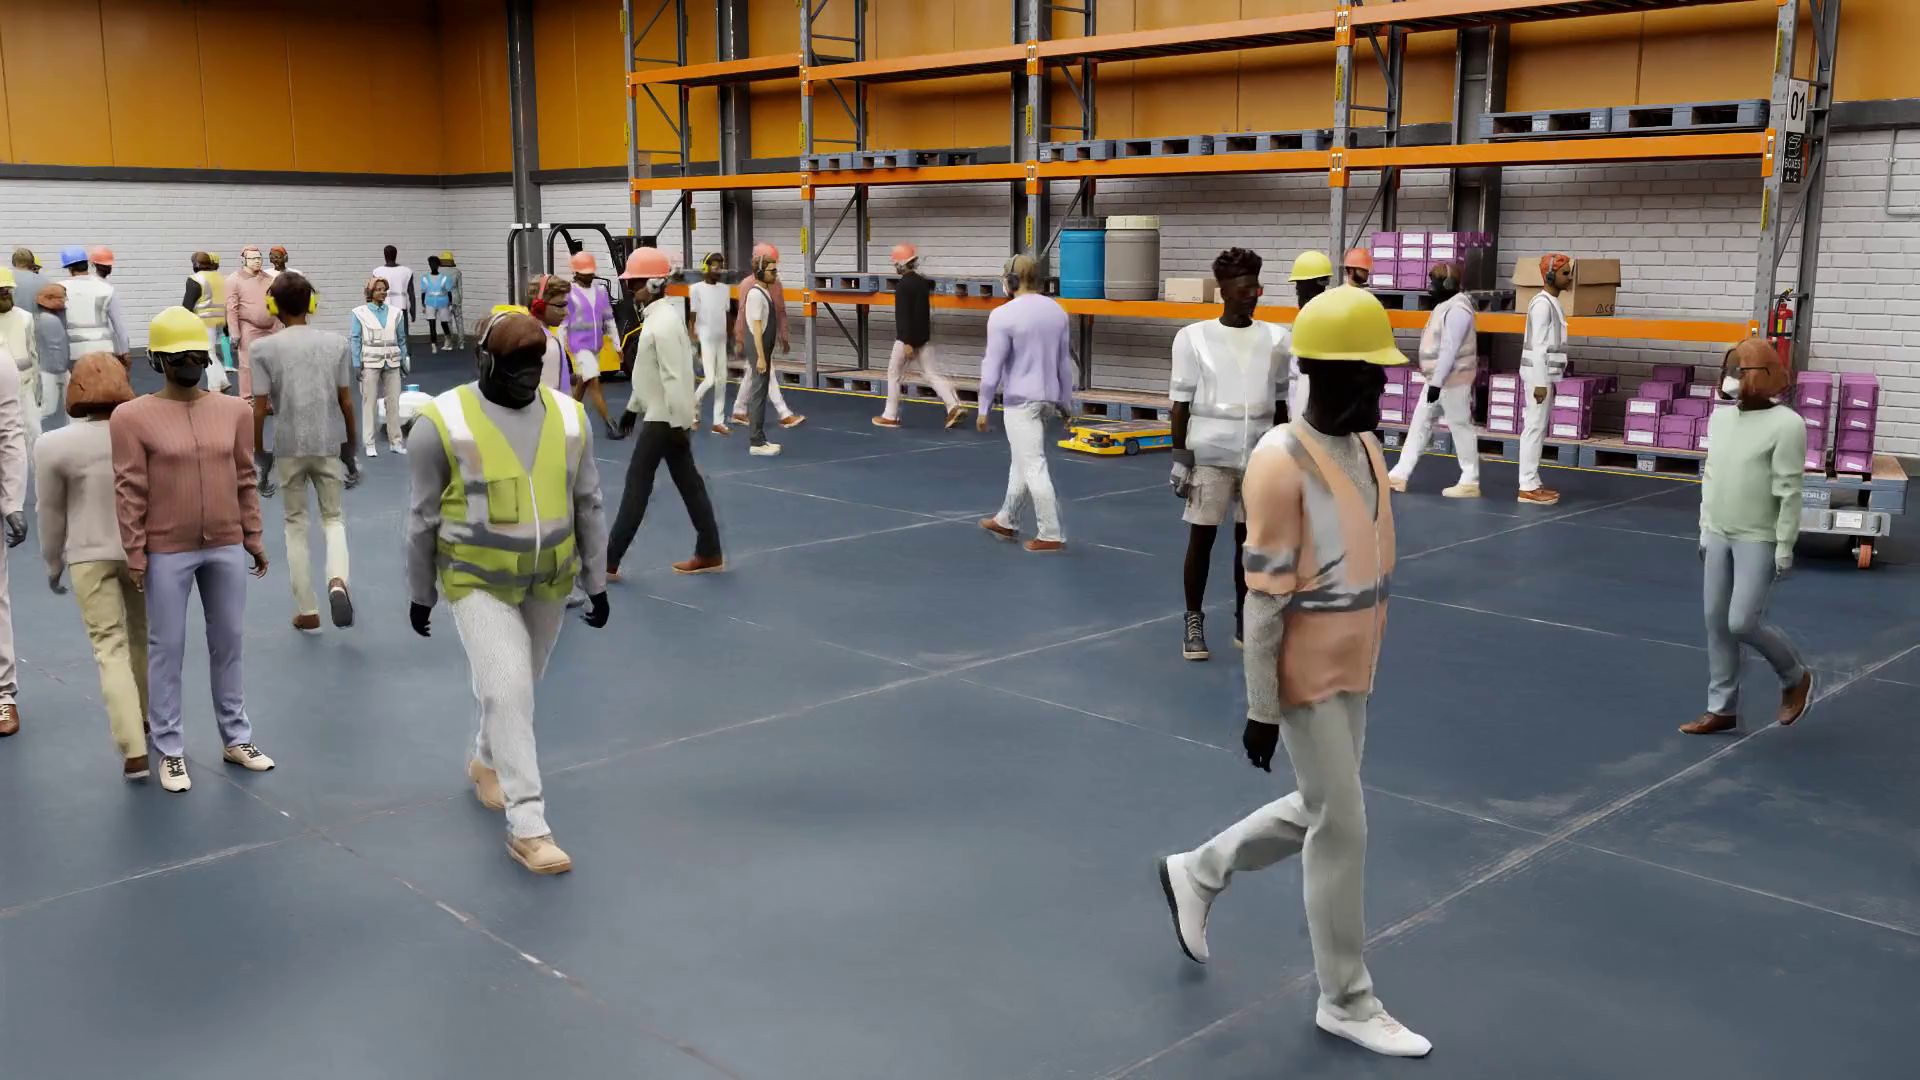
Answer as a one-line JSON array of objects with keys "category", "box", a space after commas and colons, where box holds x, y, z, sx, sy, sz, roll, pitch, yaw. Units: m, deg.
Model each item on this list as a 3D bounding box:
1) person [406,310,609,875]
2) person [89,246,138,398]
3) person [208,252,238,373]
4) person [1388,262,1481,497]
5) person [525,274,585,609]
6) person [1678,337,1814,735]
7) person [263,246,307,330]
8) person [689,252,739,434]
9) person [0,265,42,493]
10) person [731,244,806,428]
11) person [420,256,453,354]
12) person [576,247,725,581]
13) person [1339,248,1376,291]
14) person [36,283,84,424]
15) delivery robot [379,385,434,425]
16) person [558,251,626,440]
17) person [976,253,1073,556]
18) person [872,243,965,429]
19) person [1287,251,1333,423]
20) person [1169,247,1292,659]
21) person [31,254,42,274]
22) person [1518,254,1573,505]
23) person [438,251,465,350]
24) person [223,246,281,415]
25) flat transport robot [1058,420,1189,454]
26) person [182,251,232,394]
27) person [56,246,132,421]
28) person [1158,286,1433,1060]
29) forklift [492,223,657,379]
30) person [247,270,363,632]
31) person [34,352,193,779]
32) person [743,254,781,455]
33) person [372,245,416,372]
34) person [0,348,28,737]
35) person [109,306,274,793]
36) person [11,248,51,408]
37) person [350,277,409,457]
[{"category": "person", "box": [-1.527, 0.125, 5.570, 0.627, 1.795, 0.944, -9, 14, -41]}, {"category": "person", "box": [-9.910, -2.434, 19.190, 0.841, 1.903, 0.554, -2, 11, -13]}, {"category": "person", "box": [-10.989, -3.348, 24.550, 0.524, 1.770, 0.315, -1, 10, -5]}, {"category": "person", "box": [3.642, -1.225, 12.849, 0.901, 1.800, 0.650, 1, 10, 3]}, {"category": "person", "box": [-2.229, -0.483, 8.768, 0.485, 1.821, 0.599, -6, 12, -30]}, {"category": "person", "box": [3.175, 0.005, 6.659, 0.429, 1.625, 0.510, -3, 11, -16]}, {"category": "person", "box": [-8.929, -2.930, 21.948, 0.583, 1.882, 0.337, -2, 11, -11]}, {"category": "person", "box": [-2.535, -1.998, 16.956, 0.455, 1.851, 0.533, 9, 14, 41]}, {"category": "person", "box": [-7.043, -1.120, 12.311, 0.887, 1.798, 0.597, 8, 13, 36]}, {"category": "person", "box": [-2.056, -2.138, 17.531, 0.992, 1.933, 0.649, 6, 12, 28]}, {"category": "person", "box": [-8.997, -4.056, 28.636, 0.537, 1.679, 0.647, -2, 11, -10]}, {"category": "person", "box": [-1.863, -0.732, 9.795, 0.978, 1.945, 0.612, -1, 10, -7]}, {"category": "person", "box": [3.559, -1.762, 15.529, 0.751, 1.916, 0.541, 9, 14, 41]}, {"category": "person", "box": [-8.245, -1.516, 15.022, 0.773, 1.602, 0.495, -3, 11, -18]}, {"category": "delivery robot", "box": [-5.354, -1.280, 16.323, 0.707, 0.478, 0.477, 6, 12, 27]}, {"category": "person", "box": [-3.707, -1.930, 16.568, 0.970, 1.869, 0.632, 8, 13, 36]}, {"category": "person", "box": [0.352, -0.873, 10.687, 0.944, 1.894, 0.654, 10, 14, 44]}, {"category": "person", "box": [-0.440, -2.120, 17.380, 1.019, 1.954, 0.622, 7, 12, 33]}, {"category": "person", "box": [2.151, -0.798, 10.208, 0.373, 1.923, 0.595, 6, 12, 31]}, {"category": "person", "box": [1.298, -0.406, 7.957, 0.614, 1.964, 0.361, -2, 11, -11]}, {"category": "person", "box": [-12.913, -3.104, 23.240, 0.524, 1.760, 0.327, 4, 11, 20]}, {"category": "person", "box": [4.440, -1.221, 12.636, 0.358, 1.882, 0.574, 5, 11, 25]}, {"category": "person", "box": [-9.060, -4.252, 29.538, 0.299, 1.745, 0.483, 9, 14, 41]}, {"category": "person", "box": [-7.814, -2.310, 18.508, 0.407, 1.906, 0.655, 7, 12, 32]}, {"category": "flat transport robot", "box": [1.701, -0.980, 15.719, 1.431, 0.197, 0.652, -6, 12, -30]}, {"category": "person", "box": [-9.393, -2.672, 20.729, 0.452, 1.824, 0.640, 2, 11, 9]}, {"category": "person", "box": [-8.034, -1.742, 15.369, 0.686, 1.918, 0.513, -3, 11, -17]}, {"category": "person", "box": [0.854, 0.310, 4.235, 0.781, 1.905, 0.590, 8, 13, 38]}, {"category": "forklift", "box": [-5.316, -3.263, 22.920, 2.313, 2.155, 1.214, -10, 14, -44]}, {"category": "person", "box": [-3.283, -0.424, 8.367, 0.536, 1.850, 0.516, -6, 12, -31]}, {"category": "person", "box": [-3.230, 0.078, 6.363, 0.502, 1.581, 0.886, -7, 12, -33]}, {"category": "person", "box": [-1.828, -1.711, 15.407, 0.342, 1.845, 0.506, 0, 10, -2]}, {"category": "person", "box": [-8.359, -3.423, 24.646, 0.595, 1.890, 0.863, -5, 12, -26]}, {"category": "person", "box": [-4.080, -0.131, 6.646, 0.638, 1.902, 0.406, -4, 11, -19]}, {"category": "person", "box": [-2.818, 0.029, 6.138, 0.314, 1.768, 0.526, 9, 14, 40]}, {"category": "person", "box": [-10.685, -2.384, 19.024, 0.643, 1.884, 1.062, -4, 11, -22]}, {"category": "person", "box": [-5.340, -1.592, 15.321, 0.521, 1.640, 0.307, -9, 14, -41]}]
